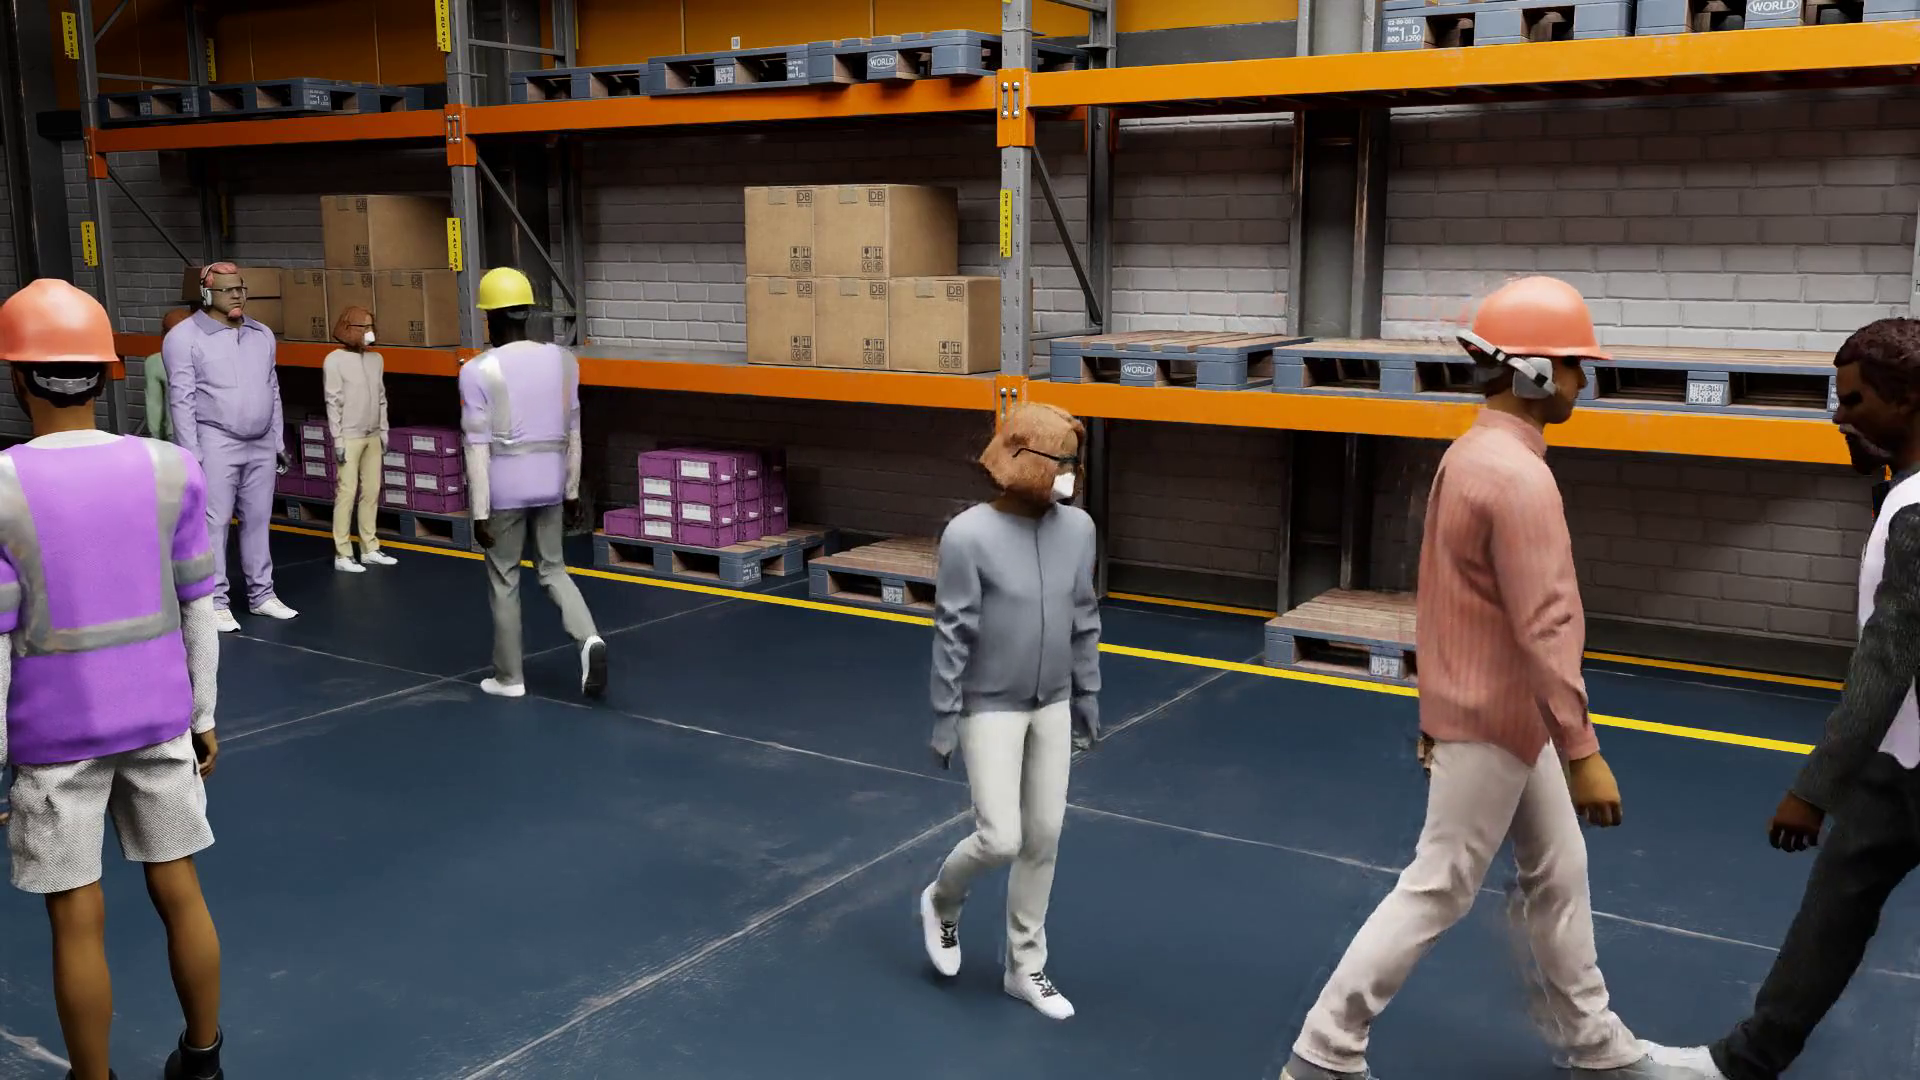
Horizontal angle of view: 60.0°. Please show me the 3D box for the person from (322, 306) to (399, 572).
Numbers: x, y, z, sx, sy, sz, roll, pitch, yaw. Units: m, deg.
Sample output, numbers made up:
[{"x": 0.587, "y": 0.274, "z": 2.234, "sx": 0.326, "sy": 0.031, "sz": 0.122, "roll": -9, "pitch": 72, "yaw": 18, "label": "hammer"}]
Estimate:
[{"x": -3.686, "y": -0.618, "z": 10.205, "sx": 0.287, "sy": 1.628, "sz": 0.496, "roll": 4, "pitch": 11, "yaw": 22, "label": "person"}]

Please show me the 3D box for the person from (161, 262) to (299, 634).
[{"x": -3.787, "y": -0.487, "z": 8.700, "sx": 0.407, "sy": 1.908, "sz": 0.641, "roll": 6, "pitch": 12, "yaw": 28, "label": "person"}]

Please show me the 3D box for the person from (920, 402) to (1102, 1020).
[{"x": 0.129, "y": 0.440, "z": 4.352, "sx": 0.516, "sy": 1.619, "sz": 0.404, "roll": -7, "pitch": 13, "yaw": -36, "label": "person"}]

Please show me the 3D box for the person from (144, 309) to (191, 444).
[{"x": -4.834, "y": -0.655, "z": 10.504, "sx": 0.532, "sy": 1.585, "sz": 0.878, "roll": -6, "pitch": 12, "yaw": -28, "label": "person"}]

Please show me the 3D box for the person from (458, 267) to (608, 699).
[{"x": -1.858, "y": -0.215, "z": 7.177, "sx": 0.708, "sy": 1.911, "sz": 0.597, "roll": 10, "pitch": 14, "yaw": 43, "label": "person"}]

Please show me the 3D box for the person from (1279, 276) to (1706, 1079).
[{"x": 1.217, "y": 0.393, "z": 3.737, "sx": 0.990, "sy": 1.952, "sz": 0.622, "roll": 2, "pitch": 10, "yaw": 12, "label": "person"}]

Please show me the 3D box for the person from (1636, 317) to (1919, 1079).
[{"x": 2.003, "y": 0.466, "z": 3.555, "sx": 0.987, "sy": 1.853, "sz": 0.617, "roll": 5, "pitch": 11, "yaw": 25, "label": "person"}]

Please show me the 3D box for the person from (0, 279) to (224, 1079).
[{"x": -1.914, "y": 0.405, "z": 3.670, "sx": 0.360, "sy": 1.939, "sz": 0.543, "roll": 9, "pitch": 14, "yaw": 42, "label": "person"}]
